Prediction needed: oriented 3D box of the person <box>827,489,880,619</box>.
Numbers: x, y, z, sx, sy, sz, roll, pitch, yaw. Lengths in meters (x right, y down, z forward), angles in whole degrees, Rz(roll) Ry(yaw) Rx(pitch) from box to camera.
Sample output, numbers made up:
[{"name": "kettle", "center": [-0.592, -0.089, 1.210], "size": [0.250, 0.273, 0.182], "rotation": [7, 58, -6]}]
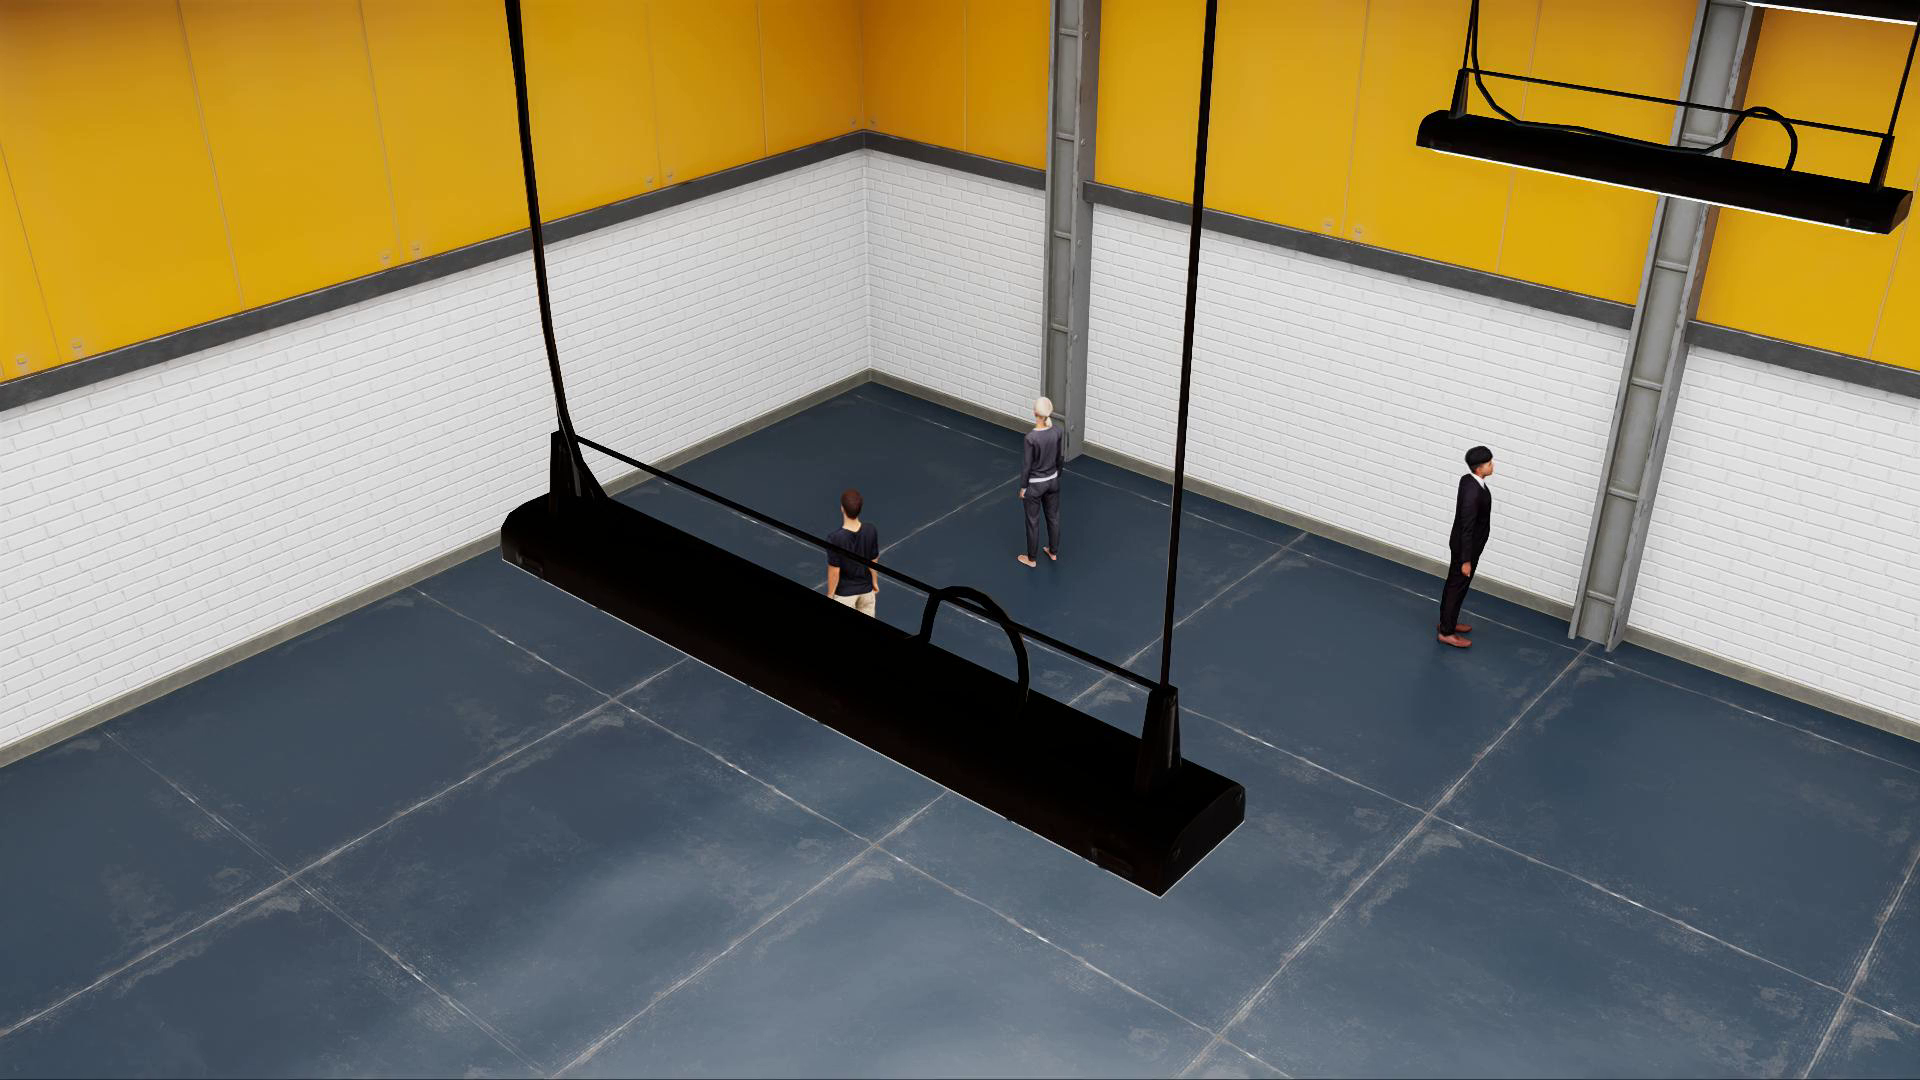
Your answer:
[{"name": "person", "center": [-0.878, 0.422, 13.834], "size": [0.688, 1.859, 0.631], "rotation": [-17, 33, -28]}]

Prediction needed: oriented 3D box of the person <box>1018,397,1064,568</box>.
[{"name": "person", "center": [0.775, -0.565, 15.782], "size": [0.666, 1.727, 0.635], "rotation": [-16, 32, -26]}]

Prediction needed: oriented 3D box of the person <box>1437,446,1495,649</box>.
[{"name": "person", "center": [4.404, 0.034, 14.519], "size": [0.730, 1.883, 0.771], "rotation": [7, 29, 12]}]
